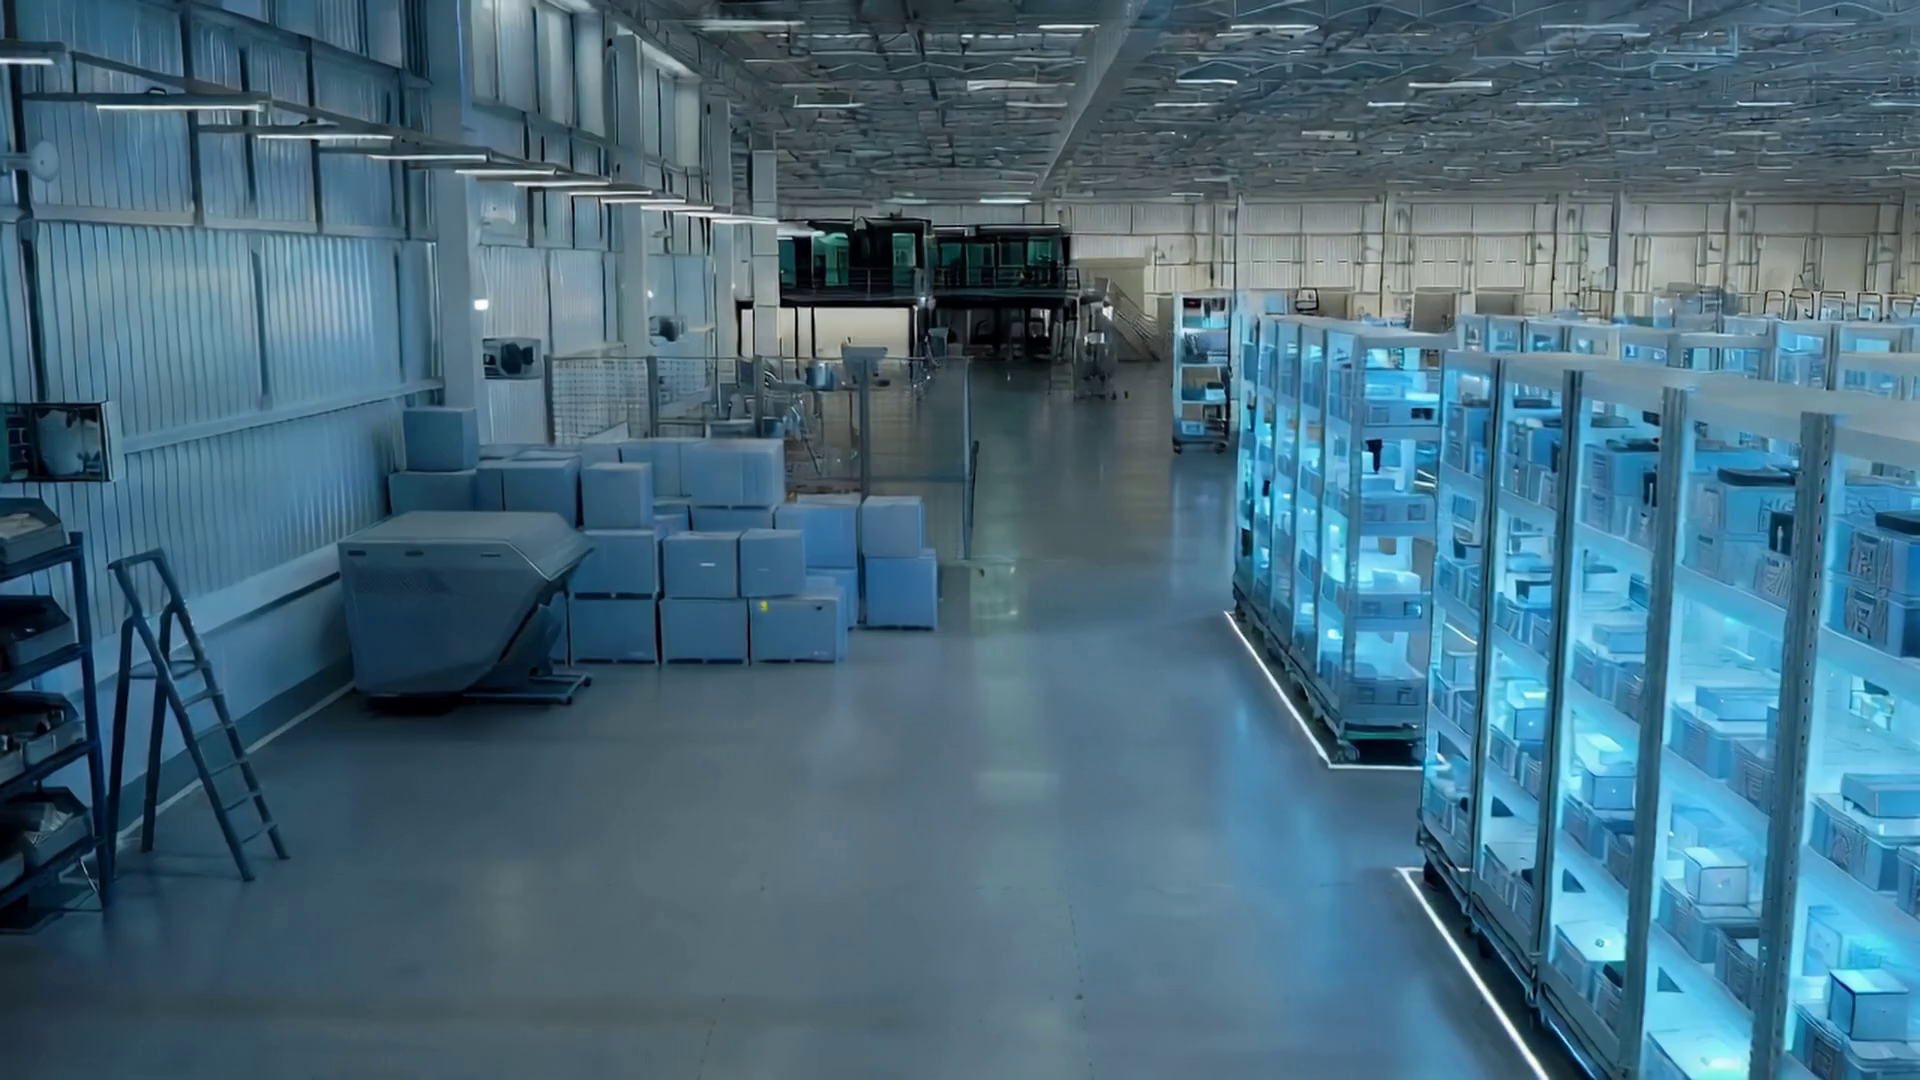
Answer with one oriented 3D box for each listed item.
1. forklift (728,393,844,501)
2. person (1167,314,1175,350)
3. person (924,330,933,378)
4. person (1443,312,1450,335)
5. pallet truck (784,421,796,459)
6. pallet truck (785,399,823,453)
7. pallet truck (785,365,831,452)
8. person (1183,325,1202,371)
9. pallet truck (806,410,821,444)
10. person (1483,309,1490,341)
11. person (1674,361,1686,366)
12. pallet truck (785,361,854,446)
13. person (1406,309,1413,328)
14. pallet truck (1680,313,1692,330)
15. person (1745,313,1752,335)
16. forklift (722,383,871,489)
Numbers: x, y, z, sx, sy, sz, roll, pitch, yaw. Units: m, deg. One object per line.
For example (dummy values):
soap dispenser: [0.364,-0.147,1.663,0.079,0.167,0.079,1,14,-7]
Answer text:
forklift: [-2.979,-1.316,26.476,2.680,1.987,1.157,0,9,1]
person: [10.988,-10.717,85.848,0.606,1.846,0.654,3,10,20]
person: [-1.219,-7.151,63.861,0.351,1.846,0.507,4,10,22]
person: [26.766,-11.593,91.258,0.796,1.841,0.562,-2,9,-13]
pallet truck: [-4.013,-1.793,32.705,1.601,1.201,0.680,0,9,1]
pallet truck: [-3.814,-2.432,36.419,1.630,1.274,0.653,0,9,1]
pallet truck: [-3.774,-2.976,37.635,1.885,1.965,0.823,1,9,5]
person: [9.542,-7.857,68.142,0.959,1.882,0.603,4,10,24]
pallet truck: [-3.559,-2.018,33.905,1.522,1.261,0.704,0,9,-1]
person: [30.732,-12.506,96.904,0.430,1.845,0.619,-2,9,-10]
person: [17.021,-3.303,39.525,0.394,2.038,0.611,-1,9,-8]
pallet truck: [-3.410,-3.193,38.978,1.885,1.965,0.823,0,9,-1]
person: [25.497,-12.158,94.534,0.391,1.918,0.587,9,13,44]
pallet truck: [36.315,-10.531,84.244,0.823,1.965,1.885,-6,11,-33]
person: [41.558,-11.073,87.947,0.958,1.894,0.651,-9,13,-44]
forklift: [-2.893,-1.687,28.729,2.680,1.987,1.157,0,9,-1]
